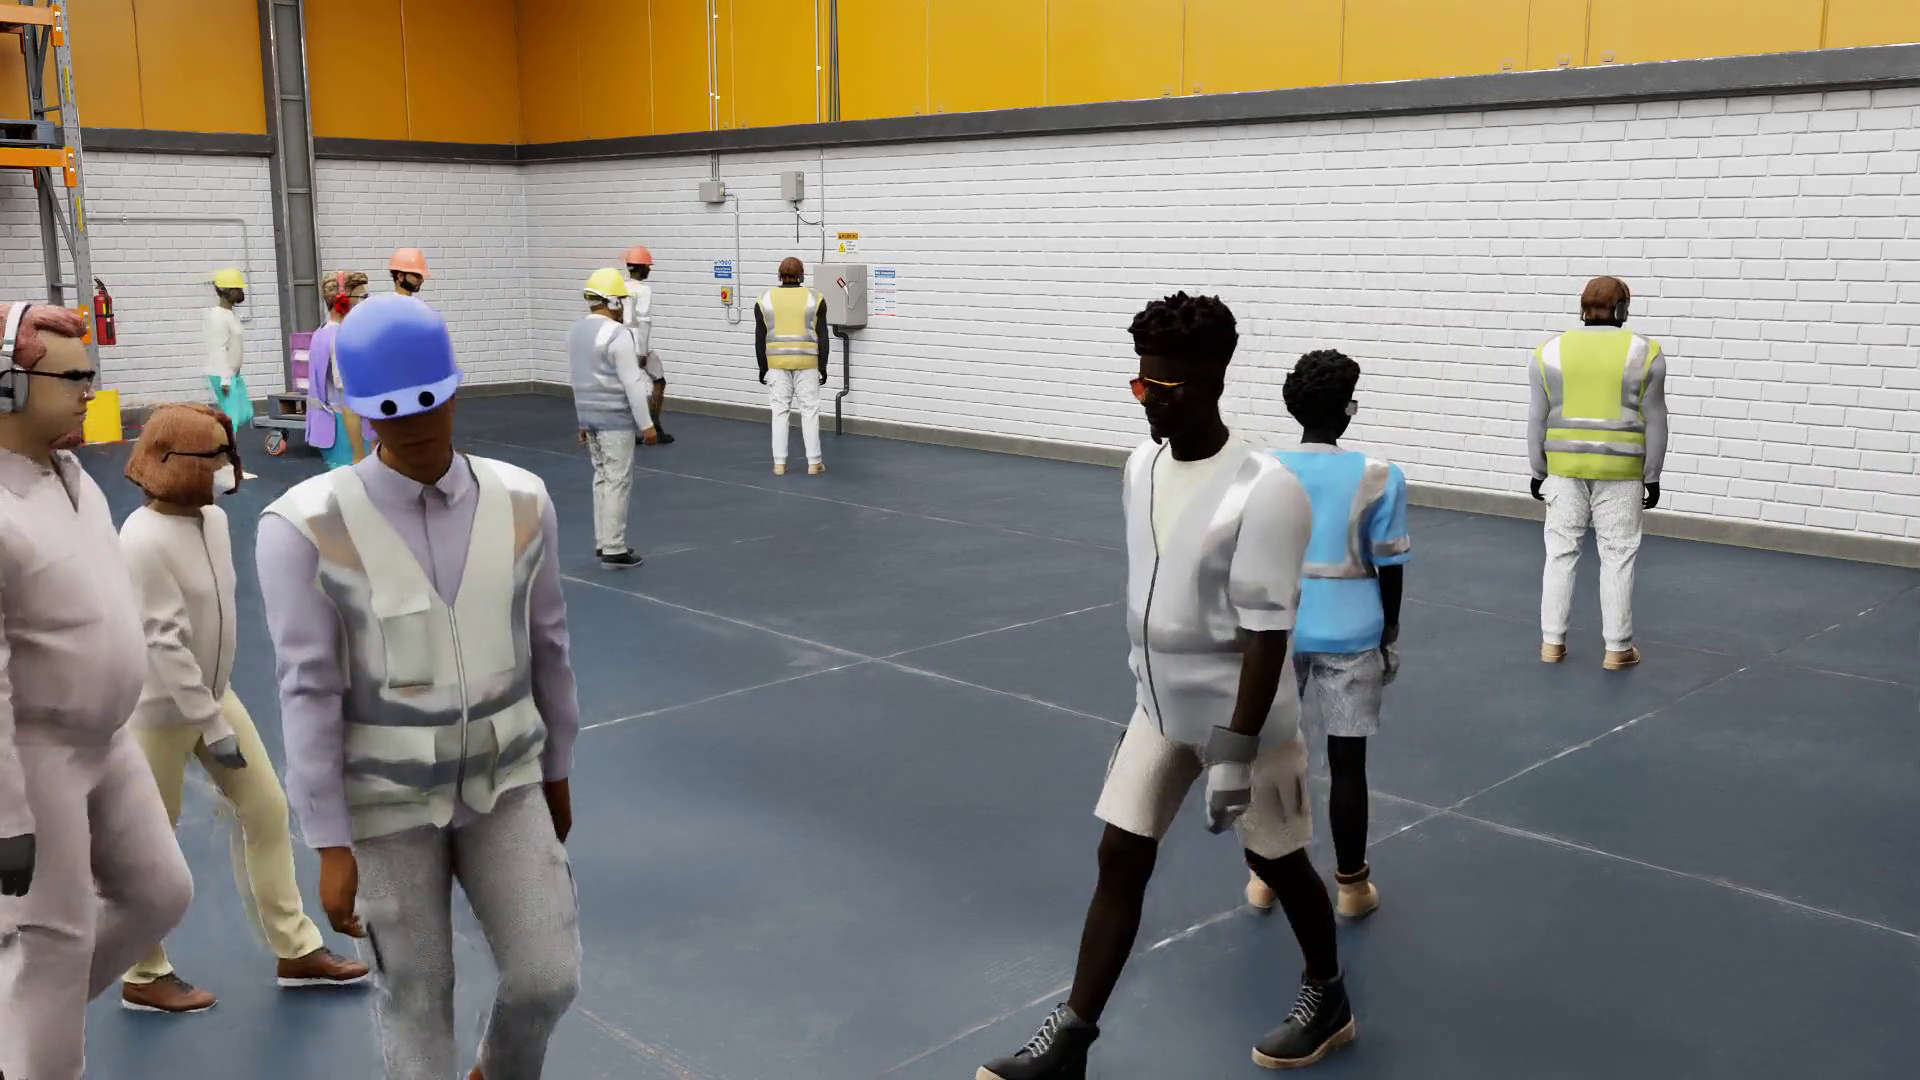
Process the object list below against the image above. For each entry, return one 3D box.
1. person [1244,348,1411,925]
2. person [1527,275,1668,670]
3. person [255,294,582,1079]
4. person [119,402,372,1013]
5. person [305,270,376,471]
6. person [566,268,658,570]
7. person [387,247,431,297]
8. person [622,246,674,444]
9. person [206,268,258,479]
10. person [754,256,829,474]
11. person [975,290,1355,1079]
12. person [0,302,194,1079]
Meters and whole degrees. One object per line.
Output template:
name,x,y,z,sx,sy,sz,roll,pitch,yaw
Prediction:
person,1.041,0.288,4.904,0.538,1.698,0.320,4,11,19
person,2.982,-0.312,7.809,0.621,1.837,0.429,6,12,31
person,-0.992,0.493,3.201,0.610,1.919,0.444,-8,13,-38
person,-1.885,0.452,4.261,0.721,1.602,0.493,1,10,5
person,-3.213,-0.480,8.693,0.374,1.843,0.575,-6,12,-29
person,-2.124,-0.730,10.103,0.415,1.822,0.611,-9,14,-42
person,-3.995,-1.152,12.114,0.359,1.936,0.544,0,10,2
person,-3.069,-1.869,16.087,0.548,1.914,0.673,9,14,40
person,-6.090,-1.365,13.770,0.491,1.755,0.534,-2,11,-11
person,-1.416,-1.470,14.104,0.624,1.845,0.430,0,10,1
person,0.565,0.384,3.854,1.042,1.905,0.608,-7,12,-32
person,-1.884,0.455,3.464,0.438,1.888,0.676,-1,10,-6
